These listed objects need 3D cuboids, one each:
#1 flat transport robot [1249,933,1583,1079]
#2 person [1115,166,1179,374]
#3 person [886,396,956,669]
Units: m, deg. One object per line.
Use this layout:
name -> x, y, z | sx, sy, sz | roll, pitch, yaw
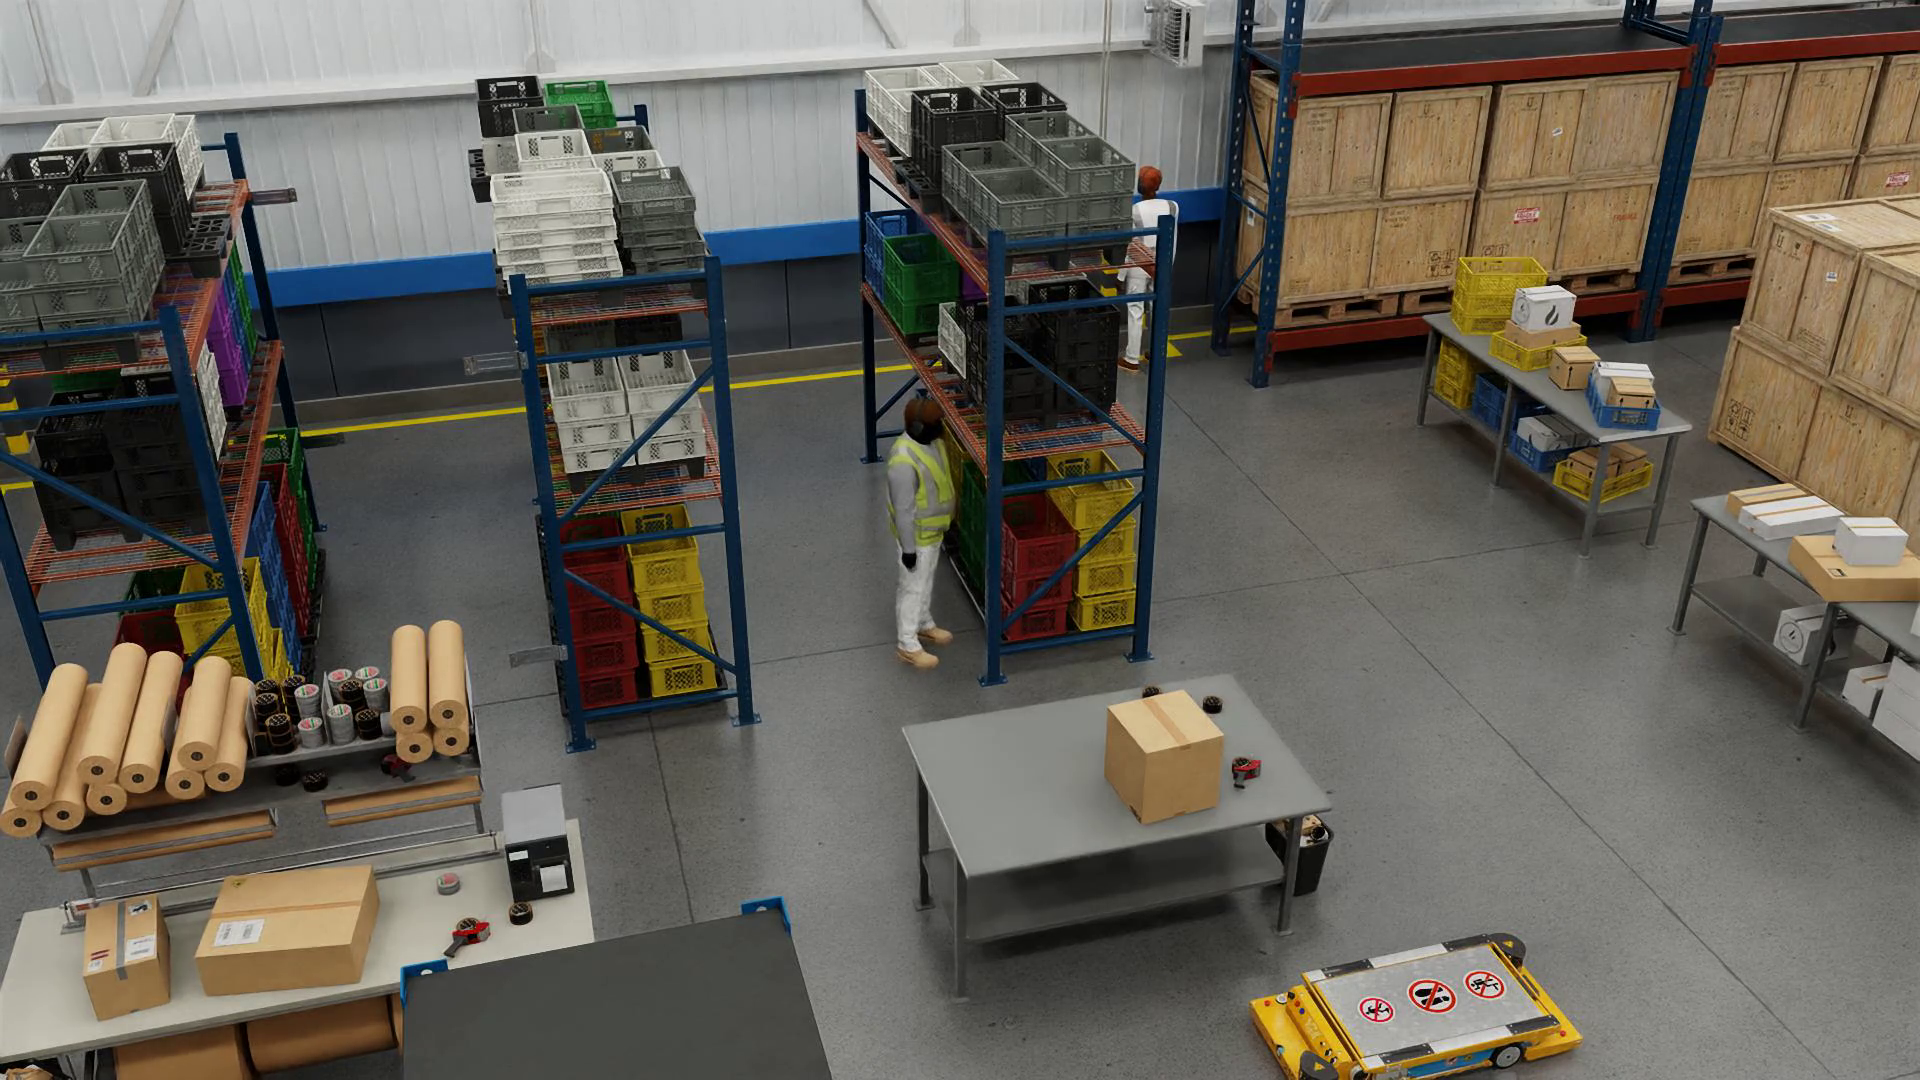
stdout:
flat transport robot -> 2.184, 2.282, 7.980 | 1.431, 0.197, 0.652 | -8, 30, -14
person -> 1.655, -2.409, 14.852 | 0.583, 1.884, 0.350 | -13, 31, -22
person -> -0.238, -0.072, 10.647 | 0.429, 1.839, 0.633 | 8, 30, 14
